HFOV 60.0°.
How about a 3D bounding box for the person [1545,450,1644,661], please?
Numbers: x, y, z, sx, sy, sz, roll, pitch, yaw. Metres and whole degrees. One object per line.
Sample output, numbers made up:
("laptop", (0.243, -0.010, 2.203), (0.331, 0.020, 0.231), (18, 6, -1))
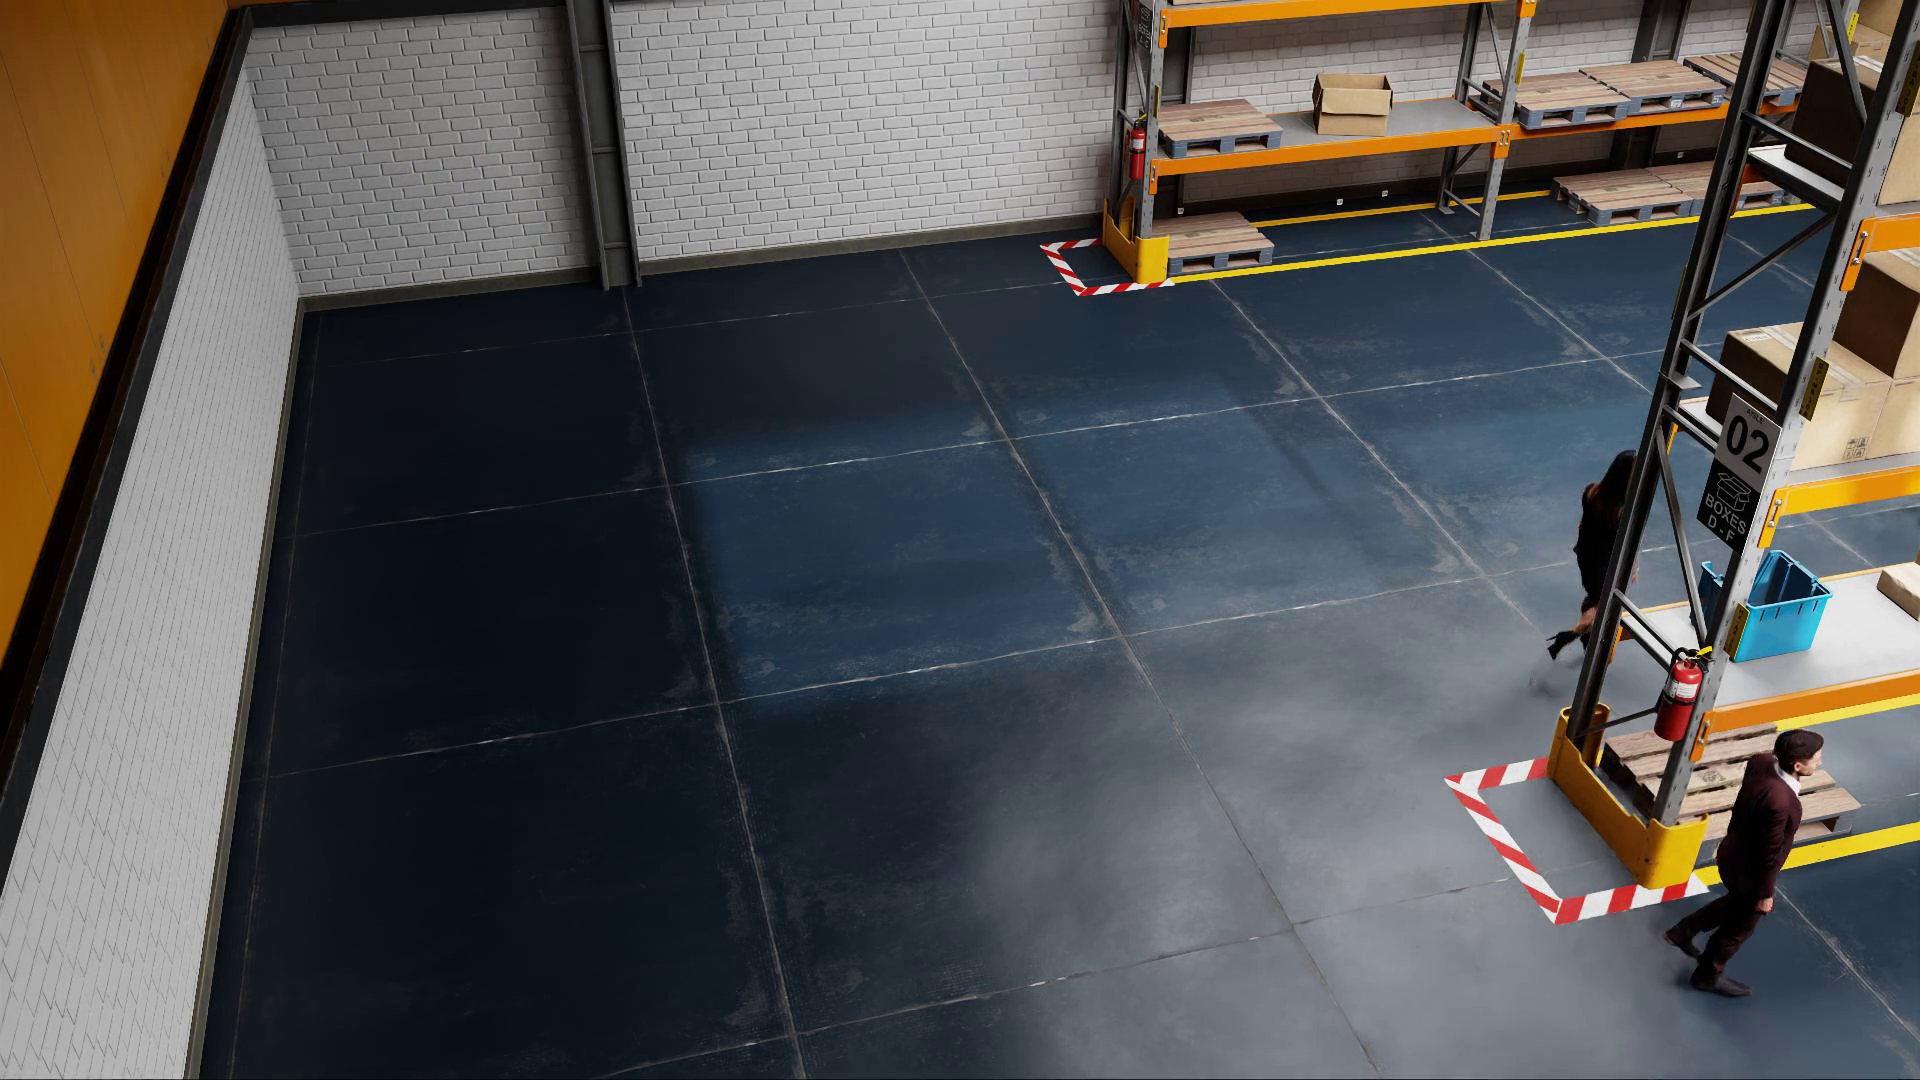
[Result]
("person", (4.448, 0.176, 11.567), (0.982, 1.696, 0.809), (-19, 38, -27))

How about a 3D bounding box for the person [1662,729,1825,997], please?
("person", (4.216, 1.751, 9.057), (0.914, 1.851, 0.859), (9, 35, 13))
